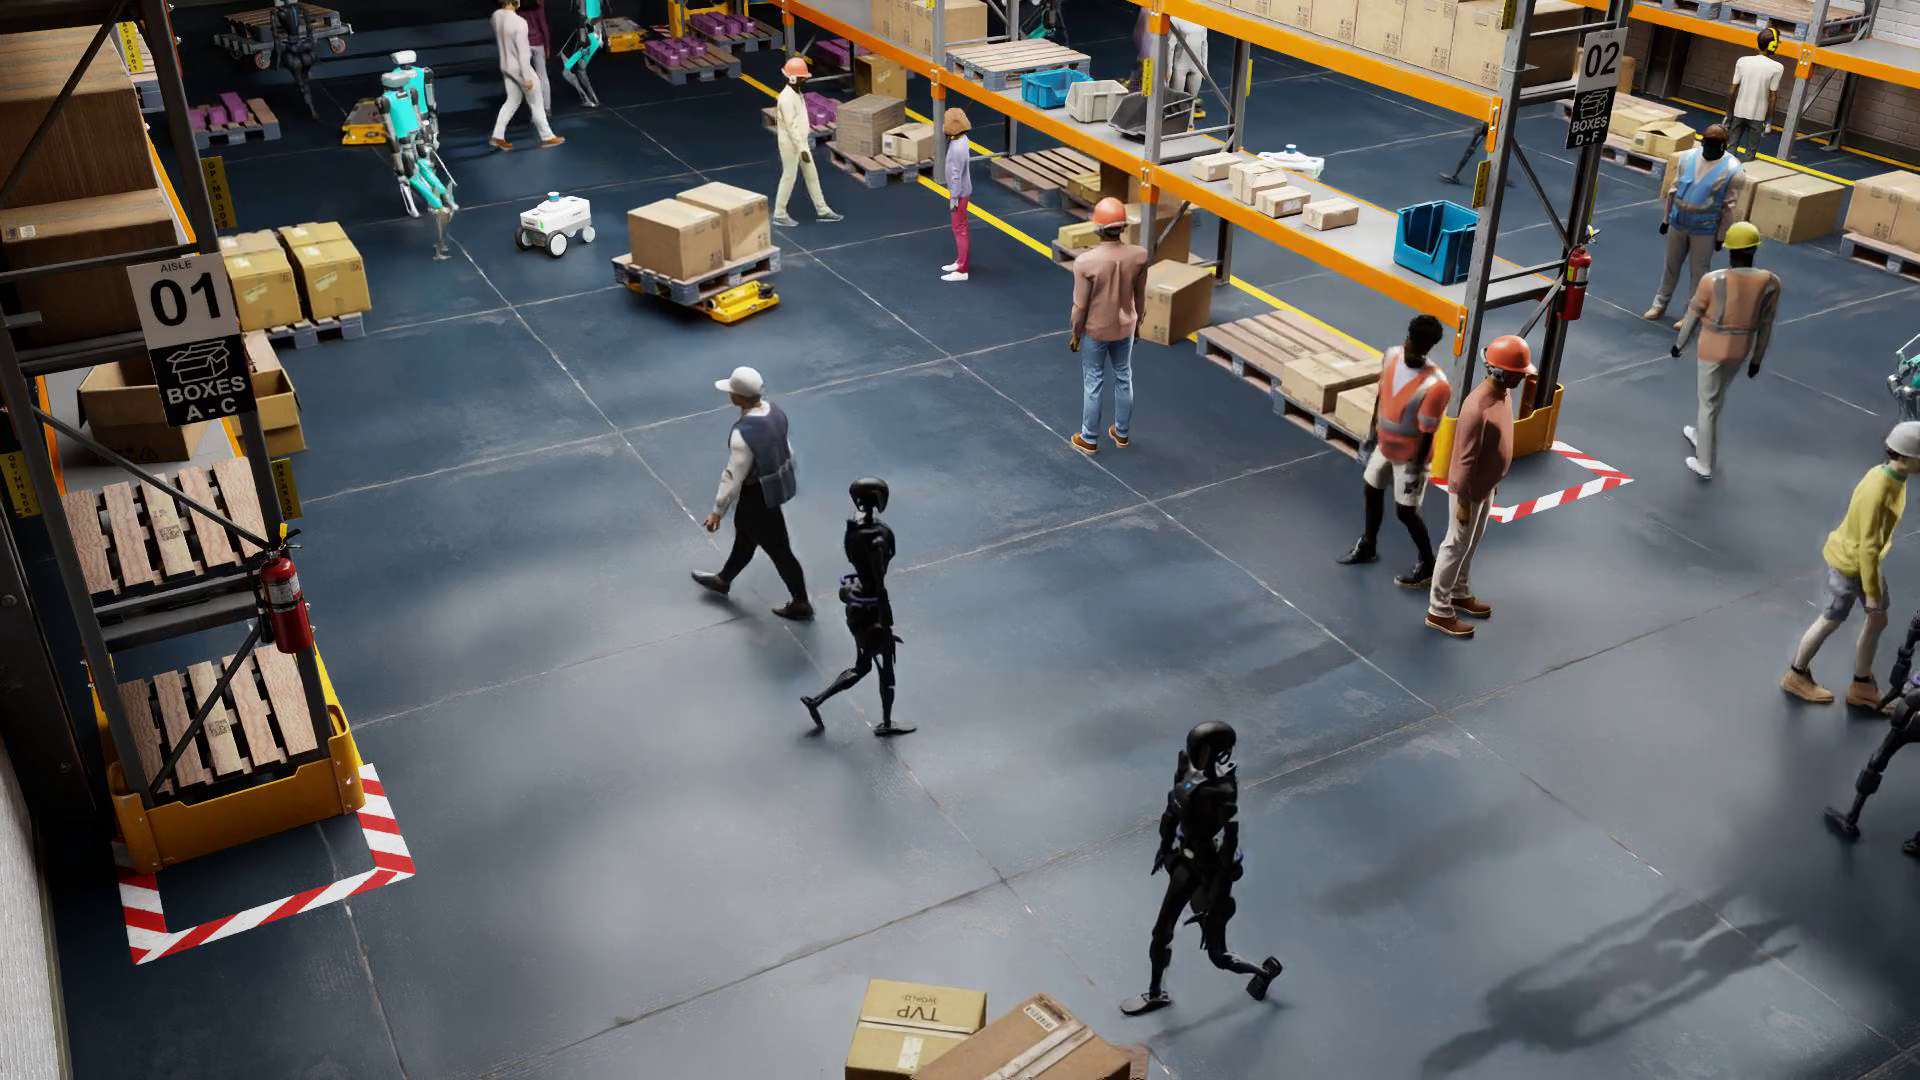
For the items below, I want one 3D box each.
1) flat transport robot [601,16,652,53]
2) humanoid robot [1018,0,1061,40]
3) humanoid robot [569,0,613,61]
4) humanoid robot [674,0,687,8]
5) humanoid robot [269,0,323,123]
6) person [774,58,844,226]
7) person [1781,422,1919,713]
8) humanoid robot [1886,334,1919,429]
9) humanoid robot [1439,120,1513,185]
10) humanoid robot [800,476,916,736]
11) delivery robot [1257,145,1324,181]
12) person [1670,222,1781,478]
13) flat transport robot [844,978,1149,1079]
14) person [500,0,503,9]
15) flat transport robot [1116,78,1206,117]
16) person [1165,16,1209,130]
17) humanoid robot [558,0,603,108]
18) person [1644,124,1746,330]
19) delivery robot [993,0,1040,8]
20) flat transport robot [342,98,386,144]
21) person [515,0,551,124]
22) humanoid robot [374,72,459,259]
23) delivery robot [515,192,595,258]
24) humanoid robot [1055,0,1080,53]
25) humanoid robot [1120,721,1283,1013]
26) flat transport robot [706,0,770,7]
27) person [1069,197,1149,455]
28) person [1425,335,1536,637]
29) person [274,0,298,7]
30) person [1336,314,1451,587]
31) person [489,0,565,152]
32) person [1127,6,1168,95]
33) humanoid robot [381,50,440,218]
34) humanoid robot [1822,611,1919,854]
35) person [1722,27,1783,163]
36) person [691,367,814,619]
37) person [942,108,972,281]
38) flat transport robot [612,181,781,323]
[{"bbox_3d":[-5.005,-7.371,24.241,0.659,0.231,1.431,-15,33,-24],"label":"flat transport robot"},{"bbox_3d":[1.011,-6.818,21.787,0.700,1.771,0.530,-1,30,-2],"label":"humanoid robot"},{"bbox_3d":[-5.133,-7.504,23.050,0.599,1.647,0.400,-3,30,-5],"label":"humanoid robot"},{"bbox_3d":[-4.285,-8.696,25.165,0.691,1.882,0.547,-18,34,-28],"label":"humanoid robot"},{"bbox_3d":[-8.166,-5.979,20.419,0.648,1.642,0.610,18,34,28],"label":"humanoid robot"},{"bbox_3d":[-1.616,-4.047,16.995,0.709,1.717,0.579,6,30,11],"label":"person"},{"bbox_3d":[5.245,0.198,9.460,0.735,1.866,0.497,25,38,37],"label":"person"},{"bbox_3d":[7.385,-1.533,12.507,0.742,1.695,0.530,-3,30,-5],"label":"humanoid robot"},{"bbox_3d":[5.763,-4.683,18.188,0.789,1.621,0.604,13,32,21],"label":"humanoid robot"},{"bbox_3d":[-0.585,0.403,9.308,0.643,1.631,0.600,-9,31,-16],"label":"humanoid robot"},{"bbox_3d":[3.532,-3.983,18.075,0.785,0.614,0.522,10,31,17],"label":"delivery robot"},{"bbox_3d":[5.589,-1.450,12.318,0.579,1.883,0.840,-3,30,-5],"label":"person"},{"bbox_3d":[0.138,2.594,6.893,0.659,0.231,1.431,5,30,8],"label":"flat transport robot"},{"bbox_3d":[-6.517,-8.116,24.081,0.570,1.726,0.436,-17,34,-26],"label":"person"},{"bbox_3d":[2.534,-5.629,21.209,0.659,0.231,1.431,-9,31,-15],"label":"flat transport robot"},{"bbox_3d":[2.639,-5.527,19.402,0.562,1.896,0.360,-13,32,-21],"label":"person"},{"bbox_3d":[-4.799,-6.301,20.928,0.659,1.821,0.538,7,31,12],"label":"humanoid robot"},{"bbox_3d":[6.475,-2.758,14.646,0.429,1.836,0.631,-20,35,-30],"label":"person"},{"bbox_3d":[0.877,-8.762,26.384,0.807,0.603,0.499,-8,31,-14],"label":"delivery robot"},{"bbox_3d":[-7.095,-5.116,20.315,0.659,0.231,1.431,-4,30,-7],"label":"flat transport robot"},{"bbox_3d":[-5.262,-6.076,20.336,0.494,1.925,0.777,-12,32,-19],"label":"person"},{"bbox_3d":[-5.186,-3.634,16.288,0.816,1.799,0.574,11,32,18],"label":"humanoid robot"},{"bbox_3d":[-4.047,-3.180,16.653,0.499,0.589,0.782,19,35,29],"label":"delivery robot"},{"bbox_3d":[1.356,-7.692,23.447,0.787,1.636,0.588,10,31,17],"label":"humanoid robot"},{"bbox_3d":[1.131,1.465,7.476,0.714,1.636,0.584,-11,32,-19],"label":"humanoid robot"},{"bbox_3d":[-3.298,-8.661,26.487,1.431,0.231,0.659,-10,31,-17],"label":"flat transport robot"},{"bbox_3d":[1.102,-1.590,12.446,0.610,1.996,0.377,-11,32,-19],"label":"person"},{"bbox_3d":[3.216,-0.340,10.284,0.402,1.986,0.610,18,35,29],"label":"person"},{"bbox_3d":[-10.011,-8.478,24.590,0.429,1.841,0.632,12,32,20],"label":"person"},{"bbox_3d":[2.872,-0.602,10.829,0.434,1.946,0.656,-10,31,-17],"label":"person"},{"bbox_3d":[-5.134,-5.455,19.265,0.641,1.908,0.882,25,38,37],"label":"person"},{"bbox_3d":[2.294,-5.877,20.060,0.901,1.860,0.639,1,30,2],"label":"person"},{"bbox_3d":[-5.715,-4.212,17.260,0.533,1.786,0.696,-20,36,-31],"label":"humanoid robot"},{"bbox_3d":[4.958,0.875,8.469,0.401,1.645,0.652,-24,38,-35],"label":"humanoid robot"},{"bbox_3d":[8.334,-4.456,17.569,0.335,1.864,0.517,-26,39,-37],"label":"person"},{"bbox_3d":[-1.345,-0.297,10.469,0.903,1.707,0.786,7,31,12],"label":"person"},{"bbox_3d":[-0.031,-3.275,15.746,0.291,1.626,0.503,1,30,2],"label":"person"},{"bbox_3d":[-2.430,-2.365,15.527,1.431,0.231,0.659,22,37,34],"label":"flat transport robot"}]
